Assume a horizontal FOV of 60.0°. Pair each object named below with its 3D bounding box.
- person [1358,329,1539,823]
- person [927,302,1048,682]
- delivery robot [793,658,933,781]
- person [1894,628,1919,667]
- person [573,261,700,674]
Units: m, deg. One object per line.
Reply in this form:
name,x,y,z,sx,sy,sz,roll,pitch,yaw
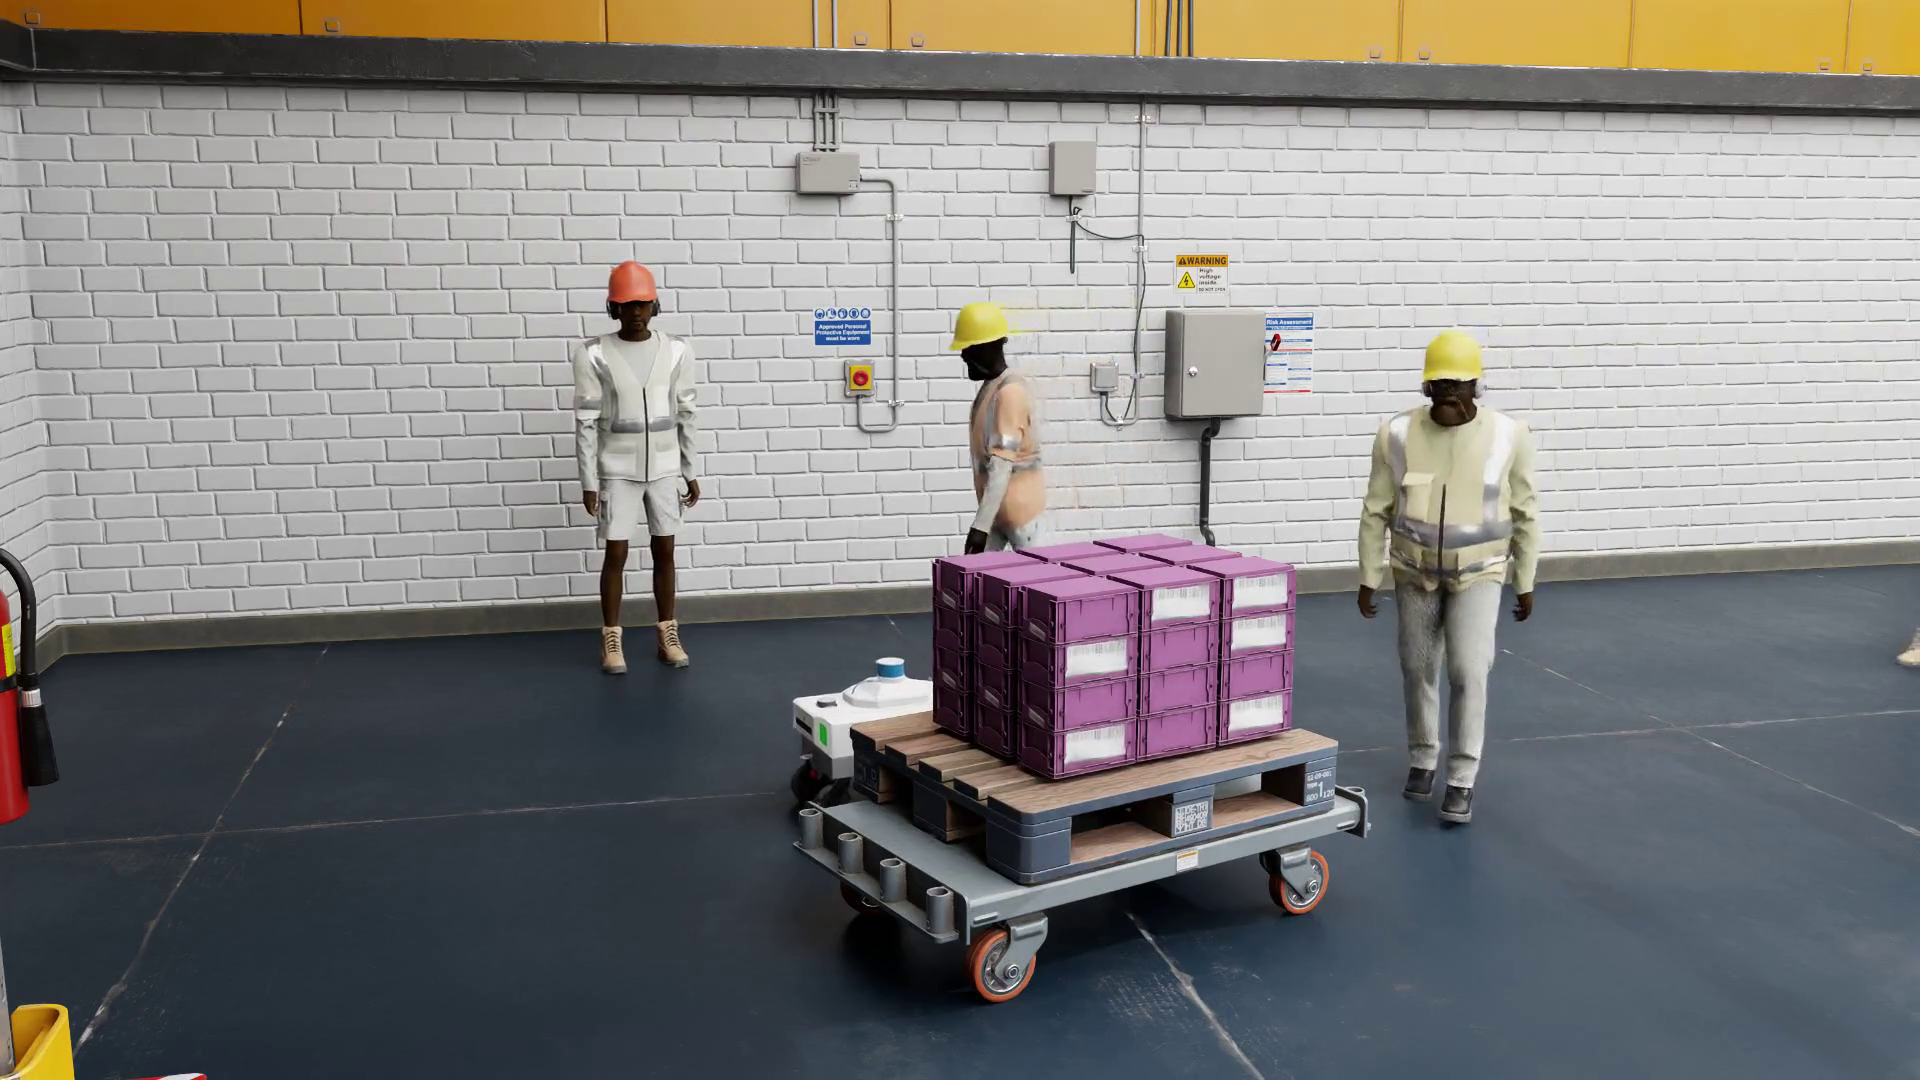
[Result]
person,1.773,0.135,6.122,0.625,1.808,0.678,5,11,25
person,0.250,-0.153,7.603,1.020,1.866,0.604,-3,11,-15
delivery robot,-0.261,0.688,6.274,0.707,0.478,0.477,-5,11,-24
person,5.153,-0.189,8.331,0.844,1.664,0.537,-4,11,-22
person,-1.569,-0.342,8.170,0.611,2.034,0.442,-5,11,-25
